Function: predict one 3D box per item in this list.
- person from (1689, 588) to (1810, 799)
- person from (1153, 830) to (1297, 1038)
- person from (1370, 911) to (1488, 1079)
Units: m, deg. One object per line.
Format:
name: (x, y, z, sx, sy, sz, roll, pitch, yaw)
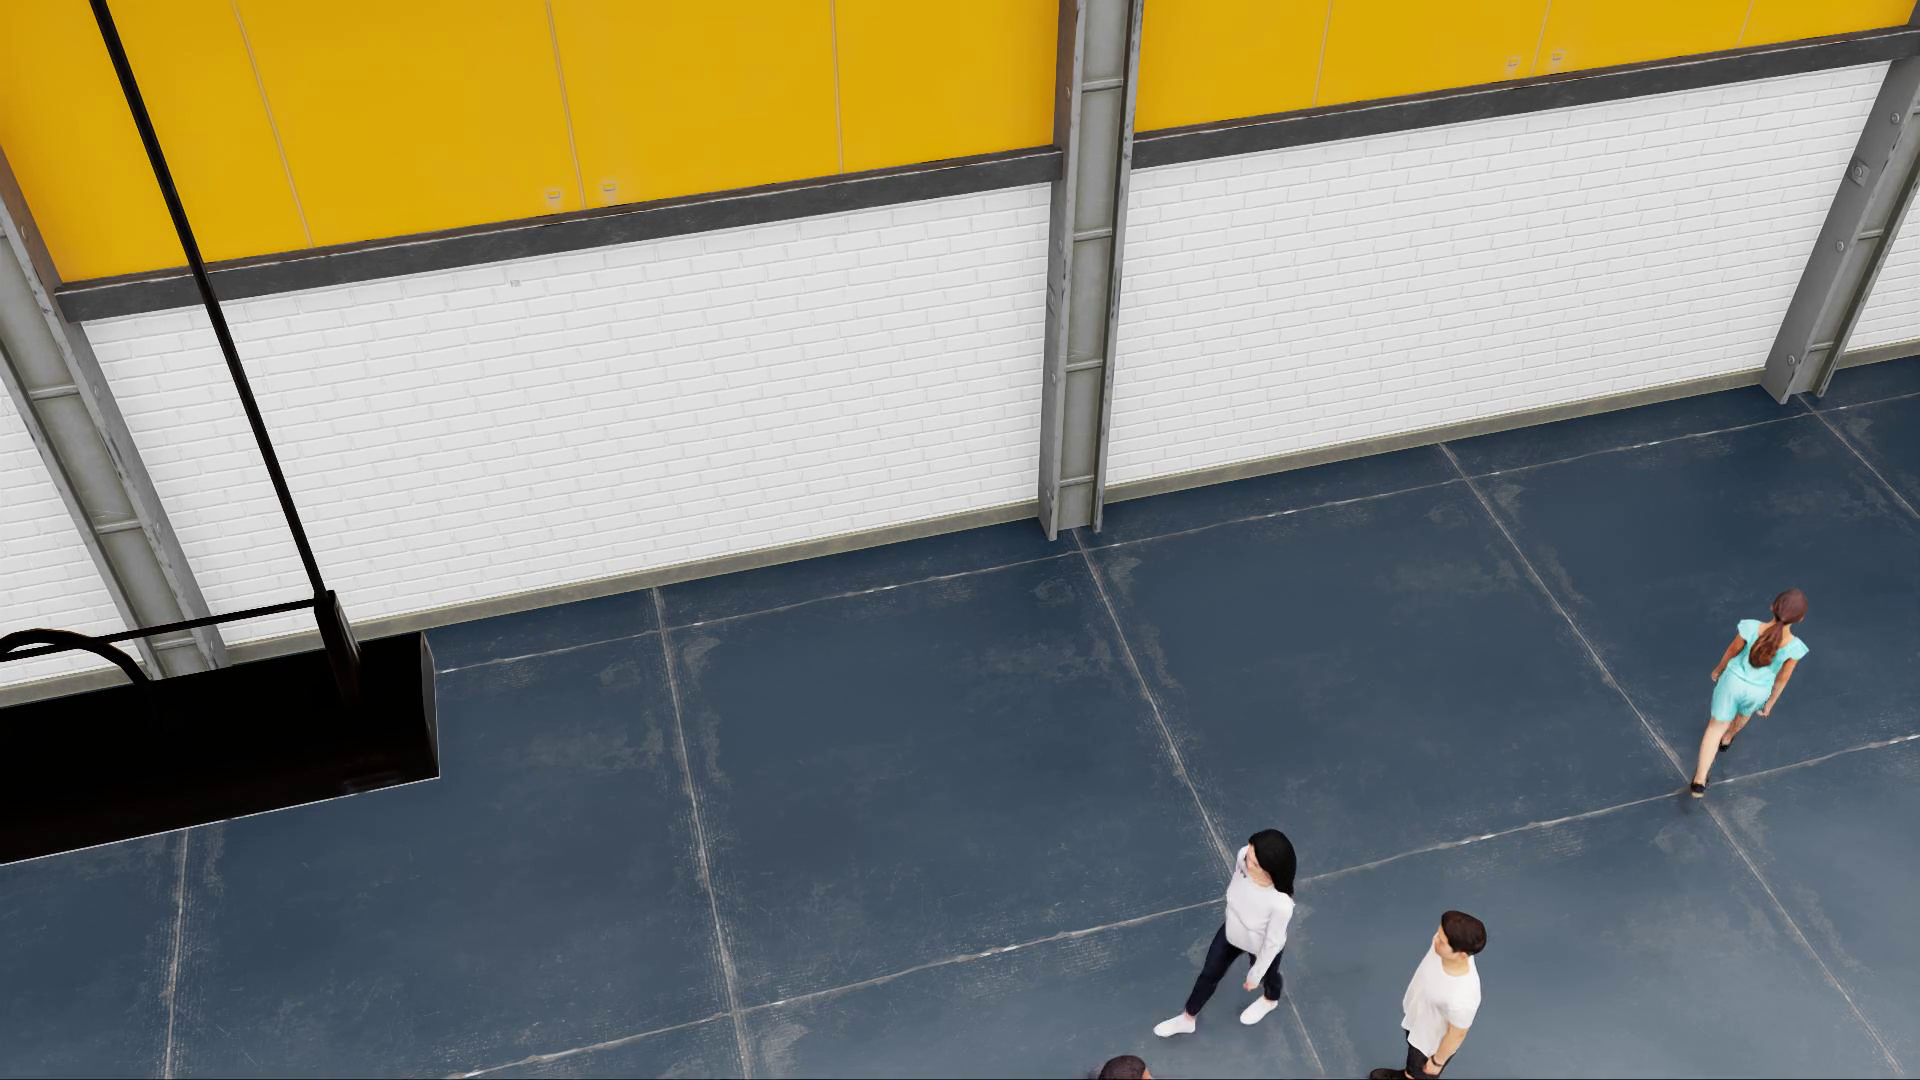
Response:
person: (4.638, 0.913, 9.855, 1.002, 1.526, 1.072, 22, 48, 21)
person: (1.596, 2.019, 8.588, 1.029, 1.672, 0.784, -22, 48, -22)
person: (2.339, 2.369, 8.184, 0.628, 1.721, 0.683, 1, 44, 1)
